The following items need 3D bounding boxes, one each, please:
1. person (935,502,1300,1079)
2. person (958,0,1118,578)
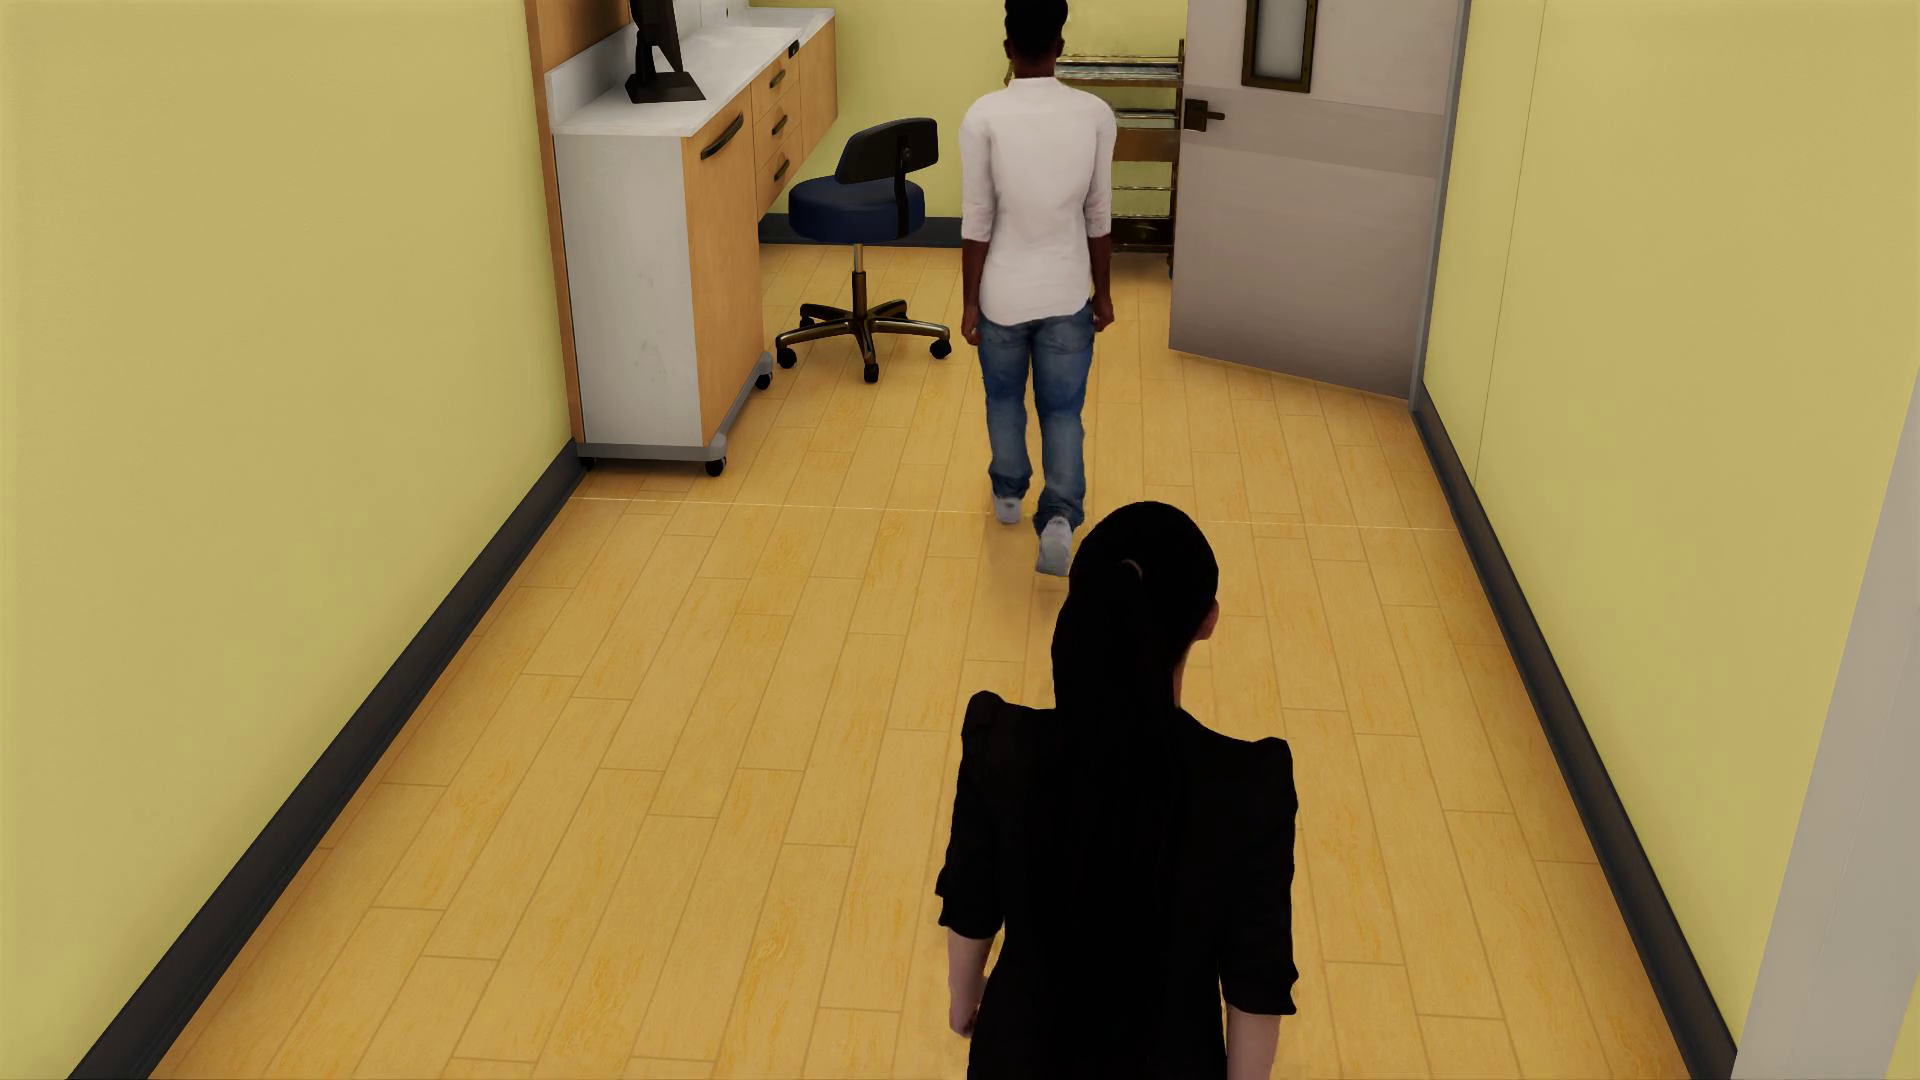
[{"bbox_3d":[0.174,0.778,2.095,0.766,1.673,0.668,2,26,5],"label":"person"},{"bbox_3d":[0.241,-0.745,5.135,1.090,1.775,0.780,0,26,-1],"label":"person"}]
